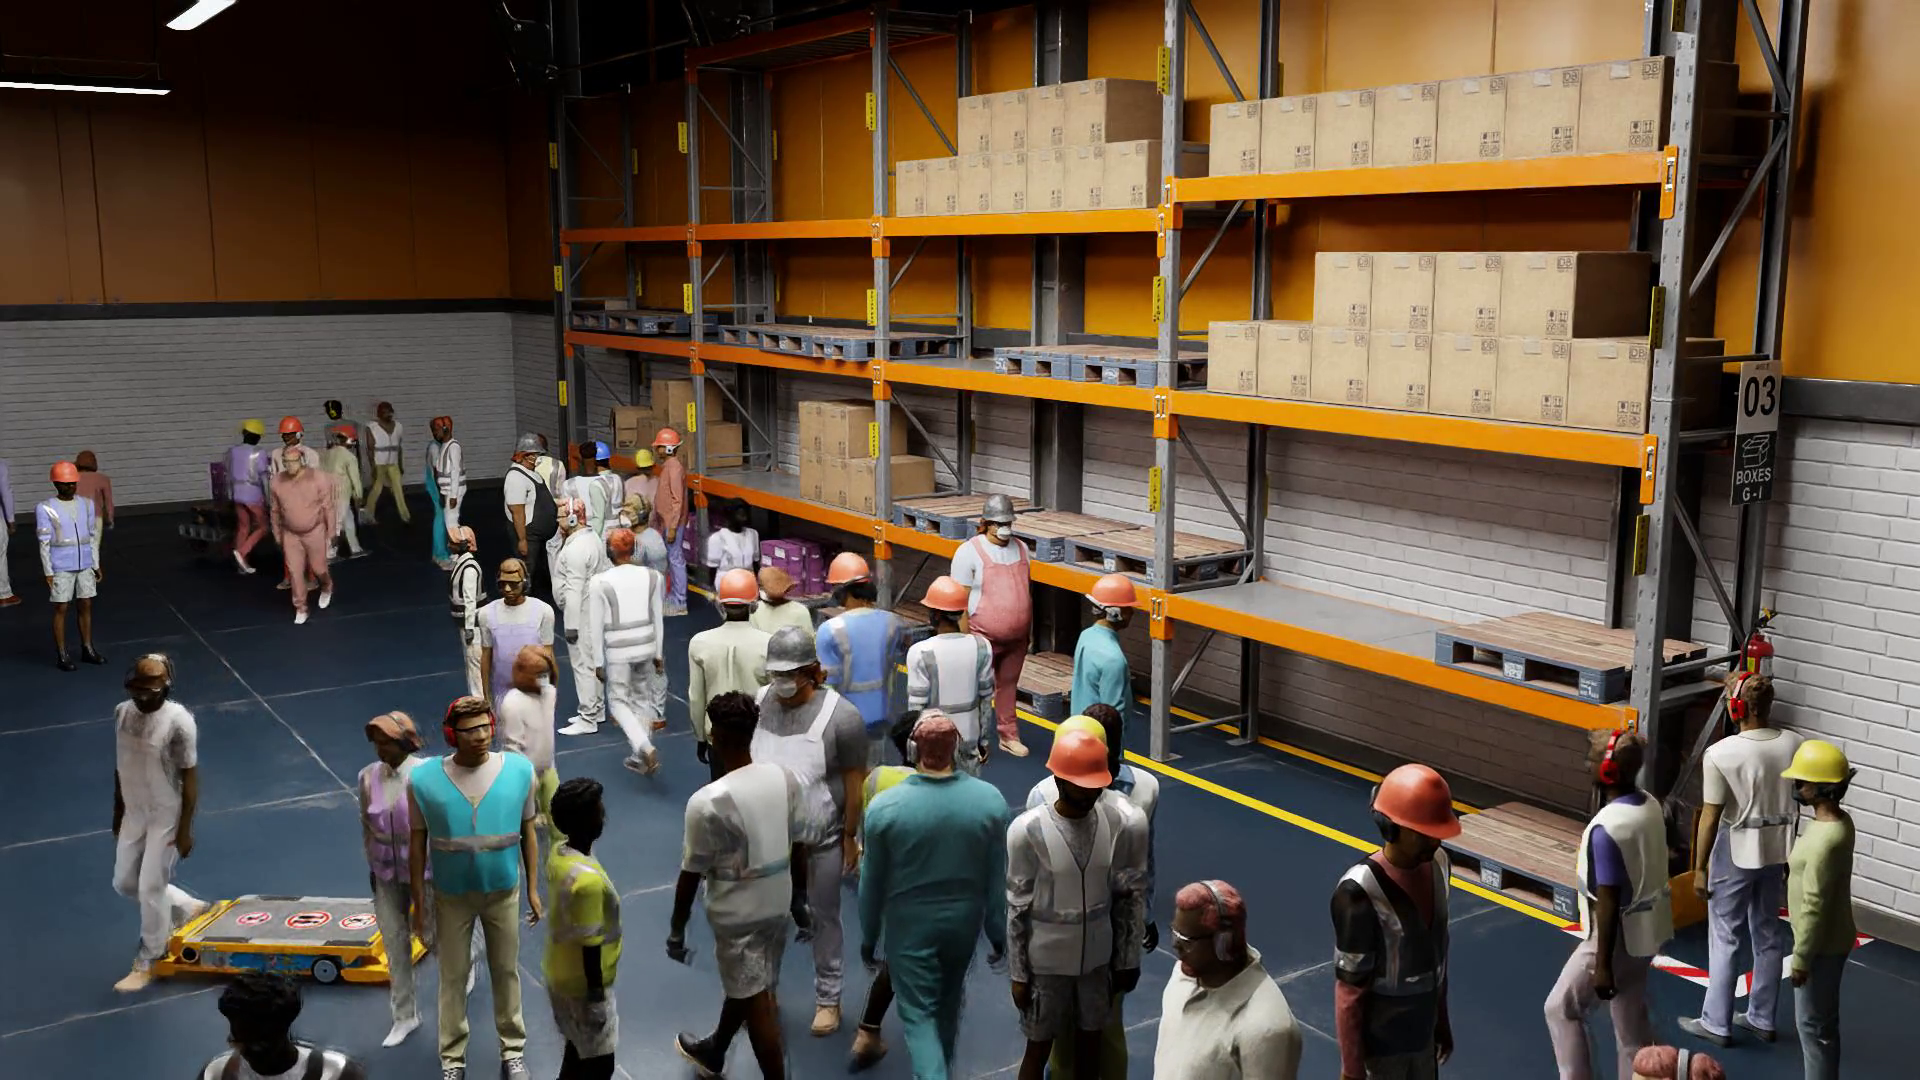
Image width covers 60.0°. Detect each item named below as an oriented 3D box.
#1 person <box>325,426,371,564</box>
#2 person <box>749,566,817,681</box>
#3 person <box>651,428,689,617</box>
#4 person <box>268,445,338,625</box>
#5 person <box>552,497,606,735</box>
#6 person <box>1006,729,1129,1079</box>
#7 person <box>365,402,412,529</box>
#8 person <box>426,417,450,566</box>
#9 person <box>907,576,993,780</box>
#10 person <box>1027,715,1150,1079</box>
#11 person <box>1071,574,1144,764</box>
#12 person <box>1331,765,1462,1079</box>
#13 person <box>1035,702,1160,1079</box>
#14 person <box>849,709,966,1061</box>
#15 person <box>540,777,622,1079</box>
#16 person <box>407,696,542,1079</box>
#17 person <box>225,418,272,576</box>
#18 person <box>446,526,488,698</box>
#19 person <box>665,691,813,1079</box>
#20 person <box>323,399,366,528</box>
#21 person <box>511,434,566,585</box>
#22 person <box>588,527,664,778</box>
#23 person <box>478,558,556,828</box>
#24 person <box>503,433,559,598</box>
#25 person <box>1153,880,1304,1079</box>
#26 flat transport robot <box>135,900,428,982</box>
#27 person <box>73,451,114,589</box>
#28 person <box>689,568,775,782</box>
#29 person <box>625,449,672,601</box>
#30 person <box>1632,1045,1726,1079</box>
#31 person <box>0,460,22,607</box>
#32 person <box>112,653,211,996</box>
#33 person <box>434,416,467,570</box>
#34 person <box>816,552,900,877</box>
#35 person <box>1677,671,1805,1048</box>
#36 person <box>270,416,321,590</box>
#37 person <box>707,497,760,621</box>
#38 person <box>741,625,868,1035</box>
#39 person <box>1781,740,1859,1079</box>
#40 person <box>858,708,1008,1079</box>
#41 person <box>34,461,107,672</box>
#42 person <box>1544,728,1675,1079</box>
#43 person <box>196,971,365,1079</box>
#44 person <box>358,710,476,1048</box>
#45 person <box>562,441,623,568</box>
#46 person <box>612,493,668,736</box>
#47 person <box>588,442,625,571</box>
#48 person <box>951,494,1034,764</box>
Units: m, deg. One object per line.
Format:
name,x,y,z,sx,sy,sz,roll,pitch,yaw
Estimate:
person,-7.644,-0.574,20.763,0.576,1.696,0.773,8,13,40
person,-1.238,0.992,11.939,0.639,1.616,0.277,4,10,22
person,-3.068,-0.191,17.672,0.376,1.995,0.612,-3,10,-16
person,-6.846,-0.088,17.415,0.678,1.878,0.634,-1,10,-6
person,-3.053,0.601,13.313,0.399,1.900,0.644,0,10,0
person,0.458,1.701,6.778,0.546,1.930,0.379,-4,10,-21
person,-8.031,-1.032,23.266,0.977,1.803,0.615,8,12,39
person,-6.402,-0.600,20.526,0.343,1.847,0.513,-2,10,-13
person,-0.078,1.171,9.840,0.552,1.938,0.356,-5,11,-25
person,0.511,1.661,7.028,0.588,1.919,0.396,7,12,37
person,0.853,1.175,9.704,0.409,1.987,0.607,-2,10,-13
person,1.593,1.782,6.011,0.612,2.029,0.407,-9,13,-41
person,0.584,1.627,7.230,0.590,1.919,0.393,-3,10,-20
person,-0.262,1.639,7.979,0.536,1.648,0.869,9,13,42
person,-1.547,1.812,6.863,0.325,1.680,0.604,-5,11,-26
person,-2.203,1.601,7.577,0.570,1.849,0.380,-4,10,-20
person,-8.455,-0.492,19.736,0.675,1.889,0.583,4,10,20
person,-4.004,0.690,13.570,0.314,1.633,0.518,-4,11,-23
person,-1.047,1.600,7.350,0.941,1.923,0.634,7,12,37
person,-8.557,-1.046,23.159,0.539,1.838,0.538,9,13,41
person,-4.684,-0.269,18.579,0.635,1.842,0.429,-2,10,-10
person,-2.356,0.843,12.021,0.570,1.865,0.653,-7,12,-35
person,-2.931,1.016,11.071,0.501,1.839,0.340,-1,10,-4
person,-4.350,-0.087,16.930,0.535,2.000,0.681,0,10,-1
person,0.791,1.980,5.228,0.398,1.899,0.654,-3,10,-18
flat transport robot,-3.606,2.146,9.007,1.431,0.197,0.652,1,10,4
person,-10.046,-0.233,19.192,0.505,1.557,0.929,-4,10,-22
person,-1.281,1.152,9.787,0.611,1.997,0.375,1,10,7
person,-3.361,-0.129,18.034,0.519,1.744,0.396,-6,11,-32
person,1.763,2.167,4.141,0.397,1.899,0.644,5,11,28
person,-10.574,-0.227,18.048,0.638,1.938,0.357,-1,10,-5
person,-4.147,1.437,8.670,0.580,1.811,0.553,4,10,23
person,-6.217,-0.576,20.292,0.371,1.877,0.594,-5,11,-27
person,-0.649,1.077,10.130,0.621,2.024,0.422,-7,12,-37
person,3.778,1.541,7.982,0.560,1.836,0.394,-3,10,-16
person,-7.590,-0.419,19.010,0.612,1.995,0.376,1,10,8
person,-2.068,0.414,15.128,0.534,1.671,0.839,-9,13,-42
person,-0.817,1.412,8.127,0.674,2.000,0.537,3,10,16
person,3.654,1.721,7.141,0.339,1.762,0.525,6,12,33
person,-0.106,1.662,7.173,0.649,1.873,0.917,-3,10,-18
person,-8.200,0.231,15.362,0.356,1.938,0.545,6,11,31
person,2.734,1.691,7.114,0.638,1.818,0.584,9,13,42
person,-2.052,2.108,5.112,0.548,1.680,0.367,-1,10,-8
person,-2.681,1.614,8.179,0.524,1.618,0.582,2,10,12
person,-3.689,-0.017,16.755,0.603,1.958,0.380,-2,10,-14
person,-2.549,0.589,13.262,0.372,1.940,0.631,-8,12,-38
person,-3.595,-0.024,16.836,0.391,1.943,0.617,2,10,12
person,0.299,0.662,12.533,0.673,2.000,0.535,-6,11,-32
